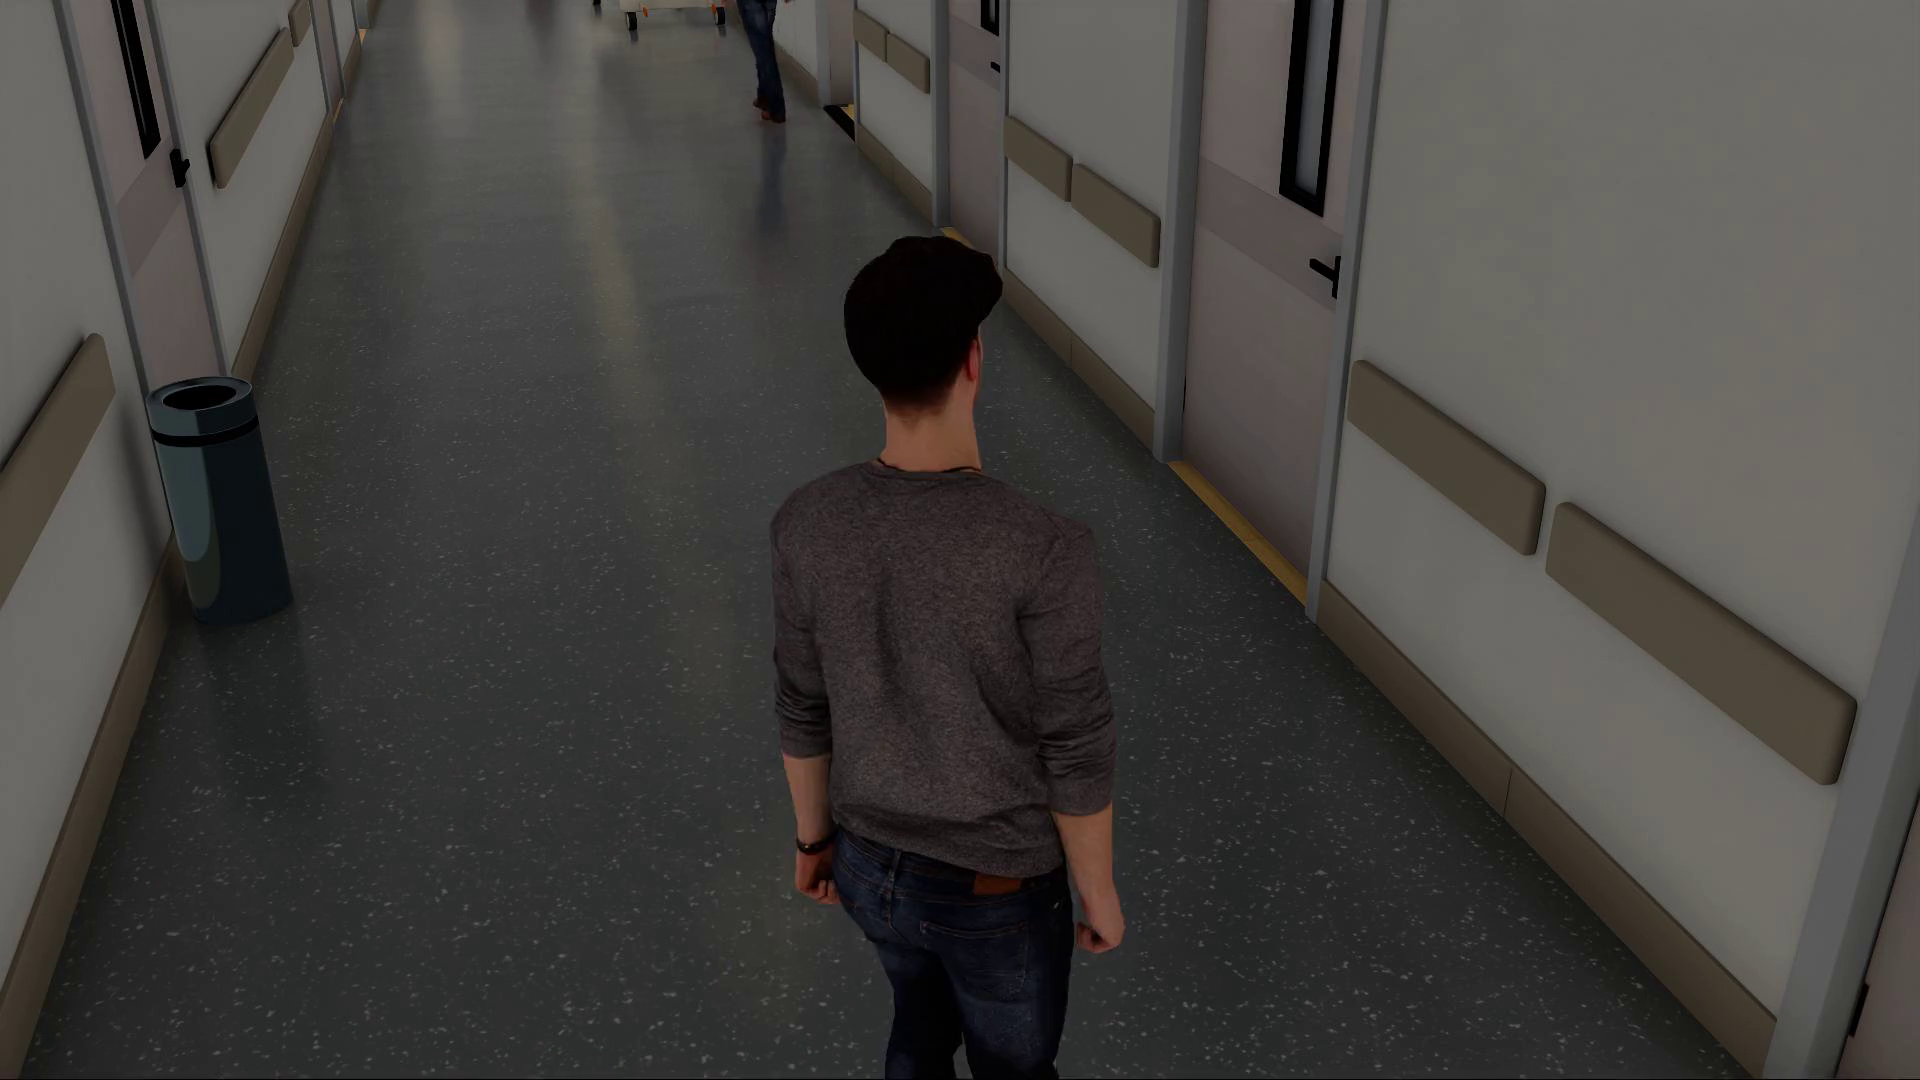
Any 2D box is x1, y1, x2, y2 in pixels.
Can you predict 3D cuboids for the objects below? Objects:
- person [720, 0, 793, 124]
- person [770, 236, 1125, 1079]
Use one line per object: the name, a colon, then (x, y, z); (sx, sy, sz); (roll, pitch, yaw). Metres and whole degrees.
person: (-1.368, -3.844, 11.620); (0.902, 1.816, 0.905); (-17, 31, -31)
person: (-0.049, 0.533, 2.467); (1.101, 1.882, 1.158); (13, 29, 26)
